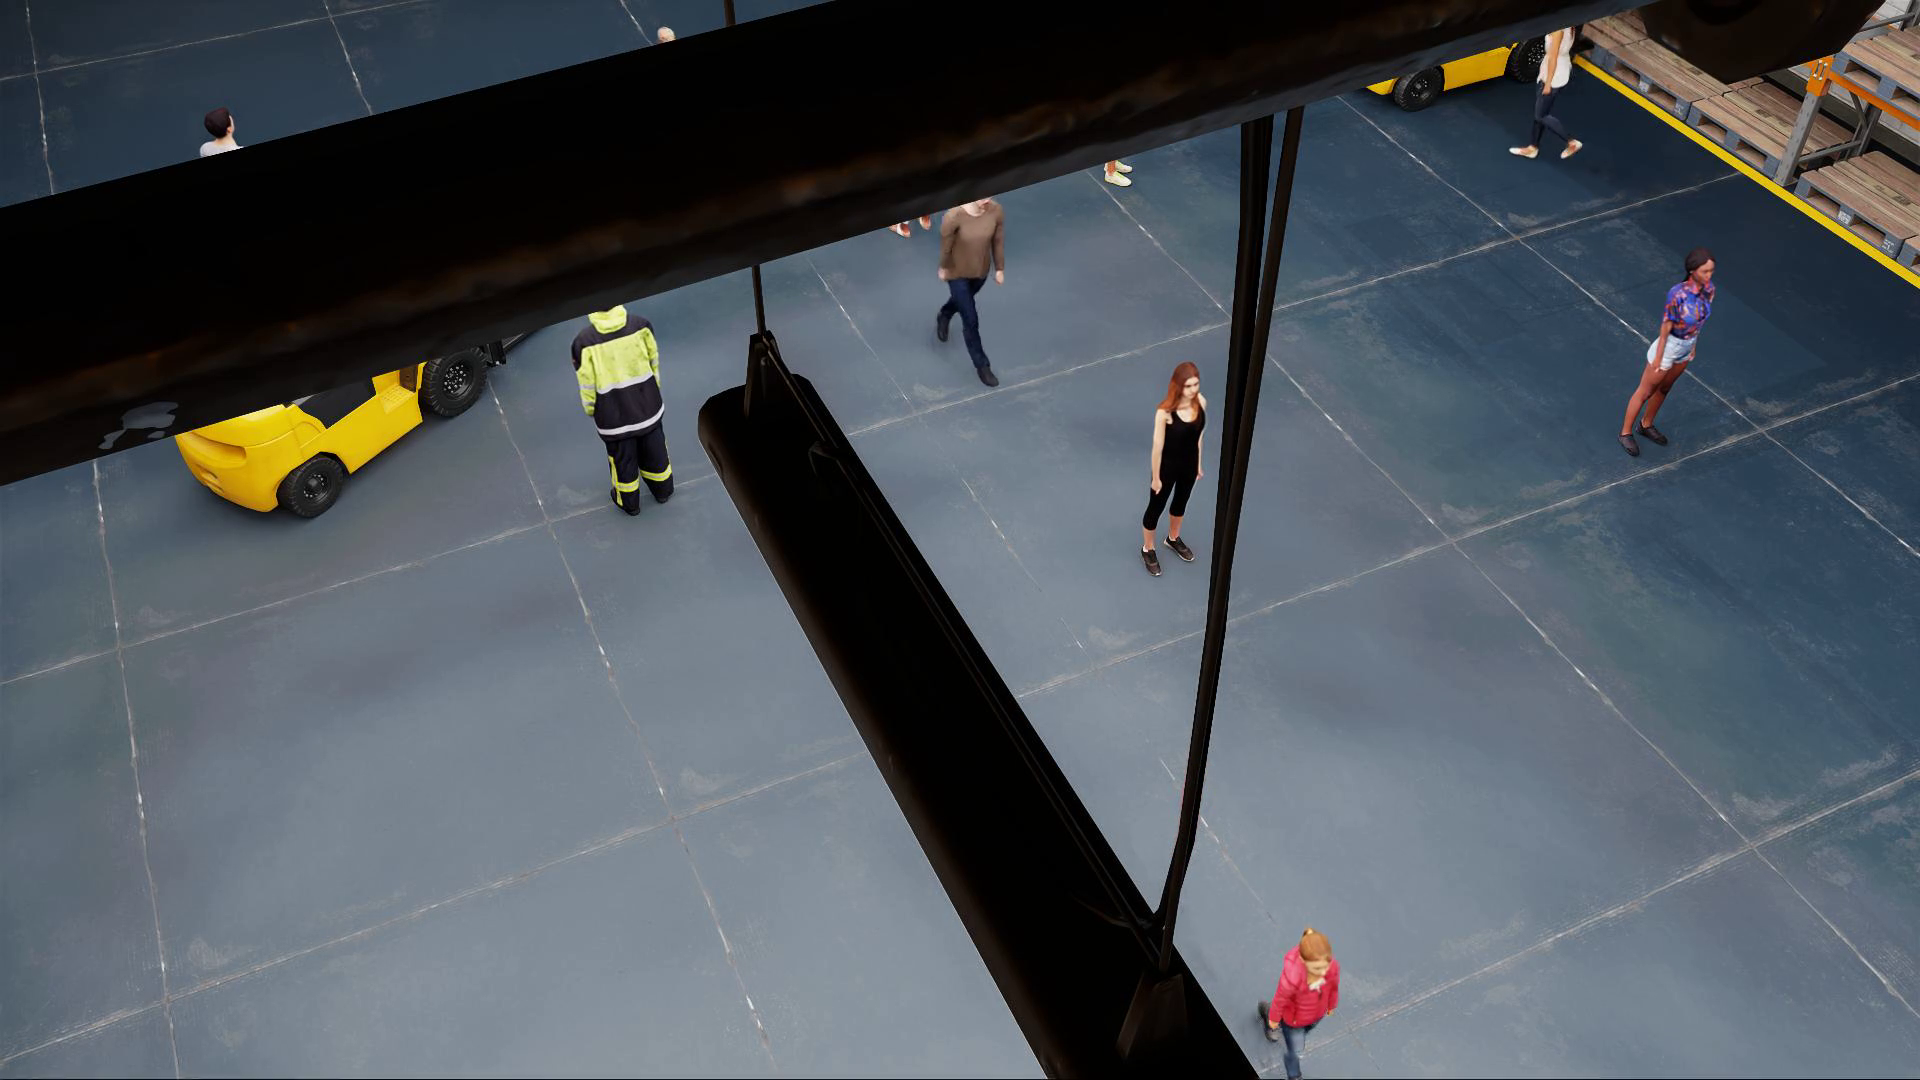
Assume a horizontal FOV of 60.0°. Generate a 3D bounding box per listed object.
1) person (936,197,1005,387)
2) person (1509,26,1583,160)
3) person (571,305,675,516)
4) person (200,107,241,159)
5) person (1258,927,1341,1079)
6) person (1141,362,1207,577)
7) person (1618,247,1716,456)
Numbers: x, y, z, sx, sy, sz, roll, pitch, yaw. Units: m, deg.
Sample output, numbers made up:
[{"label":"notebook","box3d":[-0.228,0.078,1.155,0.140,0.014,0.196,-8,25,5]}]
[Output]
[{"label":"person","box3d":[0.003,-2.174,13.171,0.717,1.819,1.262,-20,47,-19]},{"label":"person","box3d":[5.624,-4.288,15.436,0.982,1.756,0.885,20,47,20]},{"label":"person","box3d":[-2.398,-1.026,11.848,0.786,1.983,0.660,-22,48,-21]},{"label":"person","box3d":[-5.844,-2.695,13.686,0.732,1.863,0.788,14,45,14]},{"label":"person","box3d":[1.769,2.418,8.730,0.526,1.296,0.859,-16,46,-16]},{"label":"person","box3d":[1.487,-0.520,11.503,0.572,1.726,0.519,-21,48,-21]},{"label":"person","box3d":[5.316,-1.421,12.436,0.592,1.742,0.521,-20,47,-20]}]
